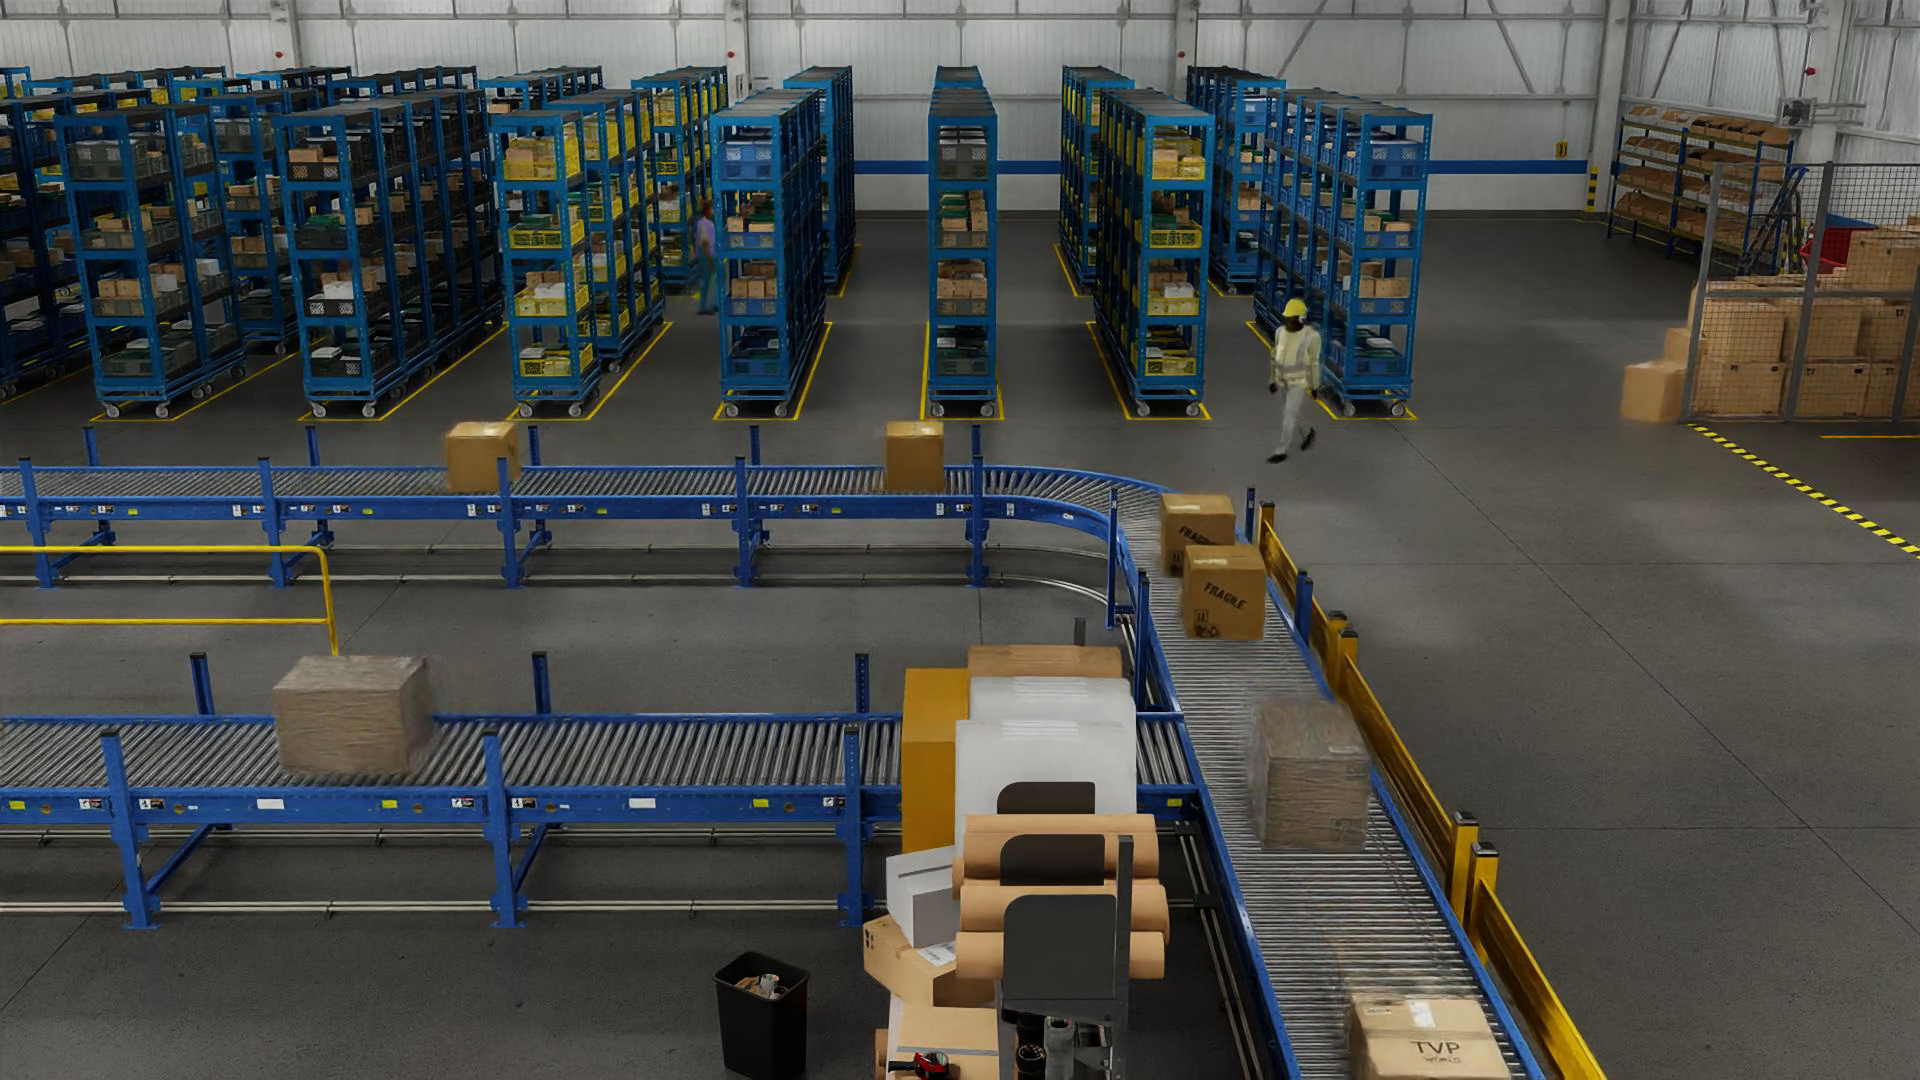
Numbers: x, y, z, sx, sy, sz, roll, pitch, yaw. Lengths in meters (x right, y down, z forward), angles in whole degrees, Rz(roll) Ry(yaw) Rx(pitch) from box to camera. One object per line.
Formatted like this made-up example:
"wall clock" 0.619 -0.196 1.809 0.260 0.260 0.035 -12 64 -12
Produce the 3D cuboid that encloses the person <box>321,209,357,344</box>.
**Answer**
"person" -8.998 -3.810 24.209 0.605 1.963 0.944 -2 18 -5

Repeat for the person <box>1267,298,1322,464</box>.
"person" 3.686 -1.770 18.185 0.826 1.804 0.600 -14 23 -38

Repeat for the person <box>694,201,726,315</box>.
"person" -3.925 -4.482 26.494 0.668 1.820 0.595 1 18 4
